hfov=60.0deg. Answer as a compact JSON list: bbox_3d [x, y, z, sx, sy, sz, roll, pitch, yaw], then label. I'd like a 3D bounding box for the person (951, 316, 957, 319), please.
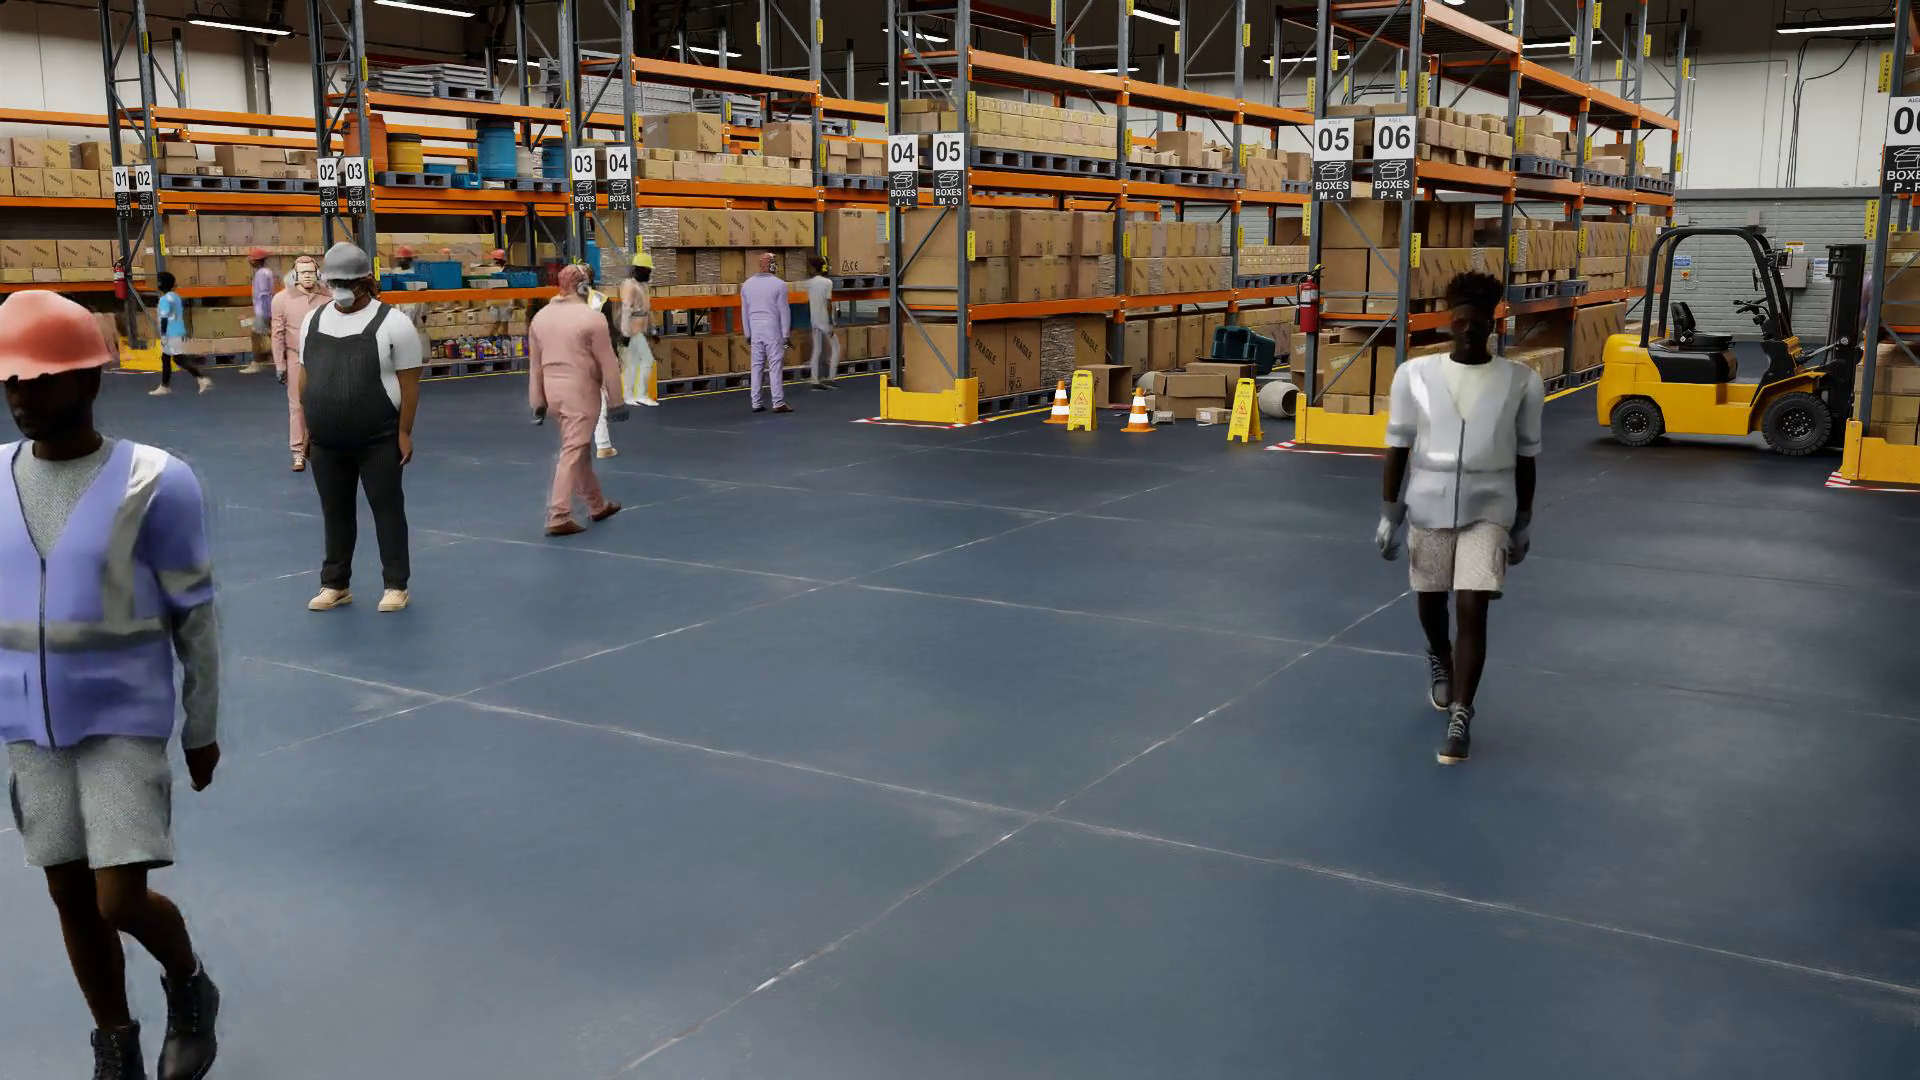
[{"bbox_3d":[0.244,-3.379,25.030,0.630,1.885,0.890,9,13,40],"label":"person"}]

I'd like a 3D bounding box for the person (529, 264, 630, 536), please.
[{"bbox_3d":[-2.629,-0.993,11.733,0.641,1.865,0.948,7,12,33],"label":"person"}]

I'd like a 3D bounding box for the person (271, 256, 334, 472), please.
[{"bbox_3d":[-5.780,-1.569,14.851,0.653,1.906,0.408,-6,12,-30],"label":"person"}]

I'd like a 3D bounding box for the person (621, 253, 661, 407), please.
[{"bbox_3d":[-3.927,-2.598,20.626,0.659,1.899,0.584,1,10,3],"label":"person"}]

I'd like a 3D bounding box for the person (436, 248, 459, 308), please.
[{"bbox_3d":[-10.672,-5.129,34.768,0.567,1.913,0.605,8,13,37],"label":"person"}]

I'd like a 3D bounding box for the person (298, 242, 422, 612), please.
[{"bbox_3d":[-3.324,-0.612,9.116,0.674,2.000,0.535,1,10,6],"label":"person"}]

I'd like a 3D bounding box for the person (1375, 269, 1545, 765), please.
[{"bbox_3d":[2.042,-0.140,6.805,0.614,1.938,0.953,4,11,21],"label":"person"}]

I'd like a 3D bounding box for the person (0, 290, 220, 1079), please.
[{"bbox_3d":[-1.975,0.409,3.727,0.556,1.921,0.404,0,10,1],"label":"person"}]

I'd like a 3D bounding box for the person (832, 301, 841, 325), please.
[{"bbox_3d":[-2.256,-3.937,28.186,0.575,1.882,0.355,6,12,31],"label":"person"}]

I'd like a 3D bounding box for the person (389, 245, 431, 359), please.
[{"bbox_3d":[-8.787,-3.698,26.557,0.623,2.000,1.048,5,11,26],"label":"person"}]

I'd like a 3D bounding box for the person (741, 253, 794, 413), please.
[{"bbox_3d":[-2.290,-2.473,19.919,0.644,1.907,0.399,5,11,27],"label":"person"}]

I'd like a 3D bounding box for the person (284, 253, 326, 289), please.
[{"bbox_3d":[-10.038,-3.471,25.608,0.640,1.873,1.071,-3,11,-17],"label":"person"}]

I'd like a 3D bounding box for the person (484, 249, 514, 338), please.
[{"bbox_3d":[-8.317,-4.288,30.047,0.562,1.918,0.465,3,11,17],"label":"person"}]

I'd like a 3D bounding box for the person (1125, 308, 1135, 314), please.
[{"bbox_3d":[2.855,-3.952,28.414,0.527,1.839,0.917,7,13,36],"label":"person"}]

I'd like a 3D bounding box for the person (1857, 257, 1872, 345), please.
[{"bbox_3d":[13.601,-3.433,25.304,0.587,1.911,0.549,6,12,29],"label":"person"}]

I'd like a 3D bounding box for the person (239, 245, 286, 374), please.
[{"bbox_3d":[-10.715,-3.571,25.845,0.972,2.000,0.631,-2,10,-13],"label":"person"}]

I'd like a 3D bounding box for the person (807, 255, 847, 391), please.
[{"bbox_3d":[-1.837,-2.981,22.913,0.570,1.848,0.685,8,13,39],"label":"person"}]

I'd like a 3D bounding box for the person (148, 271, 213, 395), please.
[{"bbox_3d":[-10.389,-2.733,22.074,0.806,1.673,0.538,-2,10,-10],"label":"person"}]

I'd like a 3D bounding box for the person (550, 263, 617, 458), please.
[{"bbox_3d":[-3.532,-1.687,15.704,0.633,1.840,0.429,1,10,8],"label":"person"}]
